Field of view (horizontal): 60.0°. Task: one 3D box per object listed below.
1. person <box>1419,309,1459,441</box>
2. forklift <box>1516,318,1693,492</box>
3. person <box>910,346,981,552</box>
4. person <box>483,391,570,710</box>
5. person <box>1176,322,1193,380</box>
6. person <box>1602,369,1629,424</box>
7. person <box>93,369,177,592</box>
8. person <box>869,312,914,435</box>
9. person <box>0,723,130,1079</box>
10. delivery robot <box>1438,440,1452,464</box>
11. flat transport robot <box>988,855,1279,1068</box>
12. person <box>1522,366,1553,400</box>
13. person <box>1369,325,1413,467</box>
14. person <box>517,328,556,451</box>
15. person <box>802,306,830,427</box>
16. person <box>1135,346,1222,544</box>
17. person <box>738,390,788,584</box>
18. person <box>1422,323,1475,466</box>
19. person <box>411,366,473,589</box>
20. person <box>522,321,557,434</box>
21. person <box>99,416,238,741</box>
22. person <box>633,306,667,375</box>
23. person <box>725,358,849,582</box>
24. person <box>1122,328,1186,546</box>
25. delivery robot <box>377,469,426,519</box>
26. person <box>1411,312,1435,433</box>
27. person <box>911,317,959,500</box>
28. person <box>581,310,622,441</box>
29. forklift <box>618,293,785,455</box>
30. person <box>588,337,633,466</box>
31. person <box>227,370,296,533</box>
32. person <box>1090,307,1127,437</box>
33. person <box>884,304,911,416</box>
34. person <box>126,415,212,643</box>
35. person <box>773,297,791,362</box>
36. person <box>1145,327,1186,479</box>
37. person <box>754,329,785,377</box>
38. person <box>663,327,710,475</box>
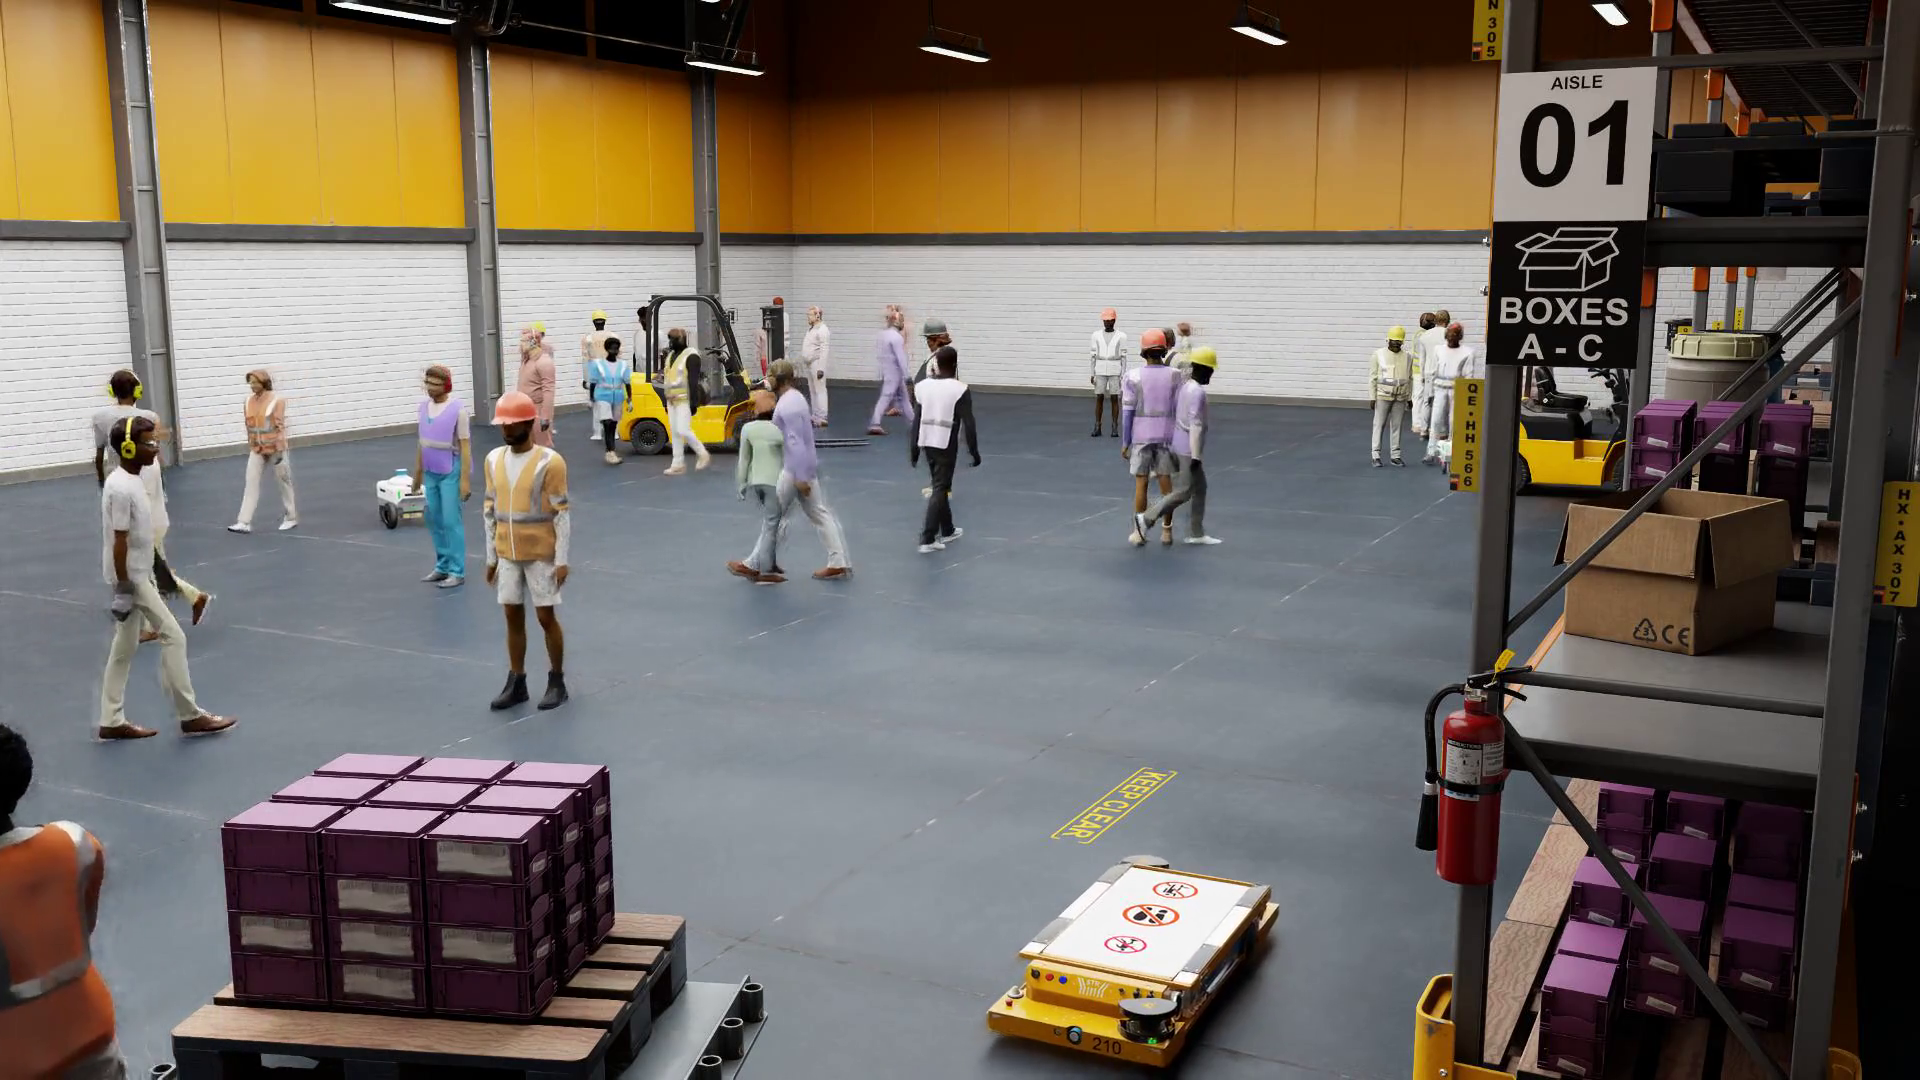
[{"bbox_3d":[6.967,-2.387,24.230,0.371,1.933,0.632,-8,13,-39],"label":"person"},{"bbox_3d":[7.066,-1.601,18.899,2.313,2.155,1.214,5,11,27],"label":"forklift"},{"bbox_3d":[-0.099,-0.856,15.486,0.608,1.877,0.901,7,12,37],"label":"person"},{"bbox_3d":[-2.619,0.069,9.981,0.550,1.935,0.377,3,10,18],"label":"person"},{"bbox_3d":[3.627,-2.733,27.077,0.368,1.621,0.547,1,10,4],"label":"person"},{"bbox_3d":[10.440,-2.627,25.946,0.562,1.809,0.599,0,10,3],"label":"person"},{"bbox_3d":[-6.508,-0.426,13.136,0.558,1.829,0.915,-2,10,-11],"label":"person"},{"bbox_3d":[-0.932,-2.510,25.160,1.035,1.851,0.647,-2,10,-13],"label":"person"},{"bbox_3d":[-2.249,1.238,4.023,0.875,1.650,0.537,4,11,22],"label":"person"},{"bbox_3d":[6.279,-1.115,20.556,0.707,0.478,0.477,1,10,8],"label":"delivery robot"},{"bbox_3d":[0.701,1.538,6.287,0.652,0.197,1.431,5,11,26],"label":"flat transport robot"},{"bbox_3d":[7.424,-1.905,21.762,0.637,1.831,0.432,1,10,5],"label":"person"},{"bbox_3d":[5.555,-1.847,21.396,0.588,1.823,0.403,-1,10,-7],"label":"person"},{"bbox_3d":[-4.767,-1.417,18.669,0.400,1.907,0.644,-6,12,-32],"label":"person"},{"bbox_3d":[-2.295,-2.744,26.339,0.410,1.912,0.643,-5,11,-26],"label":"person"},{"bbox_3d":[2.053,-0.865,15.542,0.789,1.890,0.639,0,10,-2],"label":"person"},{"bbox_3d":[-1.551,-0.446,13.890,0.474,1.618,0.492,8,13,38],"label":"person"},{"bbox_3d":[6.261,-1.856,21.376,0.596,1.844,0.940,6,11,31],"label":"person"},{"bbox_3d":[-4.273,-0.520,13.748,0.639,1.835,0.404,7,12,34],"label":"person"},{"bbox_3d":[-6.322,-2.397,24.857,0.530,1.736,0.844,1,10,8],"label":"person"},{"bbox_3d":[-4.521,0.221,9.397,0.830,1.841,0.515,-5,11,-28],"label":"person"},{"bbox_3d":[-4.669,-2.522,24.910,0.602,1.959,0.379,5,11,27],"label":"person"},{"bbox_3d":[-1.424,-0.572,13.864,1.049,1.875,0.621,0,10,2],"label":"person"},{"bbox_3d":[1.808,-0.961,15.622,0.608,2.048,0.365,-1,10,-5],"label":"person"},{"bbox_3d":[-5.639,-0.473,16.837,0.477,0.478,0.707,-7,12,-35],"label":"delivery robot"},{"bbox_3d":[7.123,-2.566,25.522,0.430,1.840,0.620,2,10,13],"label":"person"},{"bbox_3d":[-0.279,-1.466,18.562,0.536,2.000,0.682,0,10,-2],"label":"person"},{"bbox_3d":[-5.254,-2.411,24.391,0.586,1.917,0.380,-4,11,-23],"label":"person"},{"bbox_3d":[-3.588,-2.317,23.042,2.313,2.155,1.214,-1,10,-5],"label":"forklift"},{"bbox_3d":[-4.465,-1.775,21.437,0.549,1.650,0.821,-7,12,-34],"label":"person"},{"bbox_3d":[-6.826,-0.851,16.263,0.531,1.601,0.816,3,10,16],"label":"person"},{"bbox_3d":[2.213,-2.502,24.855,0.542,1.939,0.364,2,10,13],"label":"person"},{"bbox_3d":[-1.098,-3.043,28.108,0.448,1.890,0.661,-3,10,-15],"label":"person"},{"bbox_3d":[-5.676,-0.081,11.781,0.519,1.620,0.506,-5,11,-28],"label":"person"},{"bbox_3d":[-3.510,-3.801,32.539,0.356,1.881,0.575,4,11,23],"label":"person"},{"bbox_3d":[2.506,-1.666,20.287,0.515,1.843,0.326,3,10,16],"label":"person"},{"bbox_3d":[-3.409,-3.231,29.716,0.547,1.713,0.927,-1,10,-3],"label":"person"},{"bbox_3d":[-3.440,-1.711,20.581,0.490,1.832,0.651,-9,13,-41],"label":"person"}]
